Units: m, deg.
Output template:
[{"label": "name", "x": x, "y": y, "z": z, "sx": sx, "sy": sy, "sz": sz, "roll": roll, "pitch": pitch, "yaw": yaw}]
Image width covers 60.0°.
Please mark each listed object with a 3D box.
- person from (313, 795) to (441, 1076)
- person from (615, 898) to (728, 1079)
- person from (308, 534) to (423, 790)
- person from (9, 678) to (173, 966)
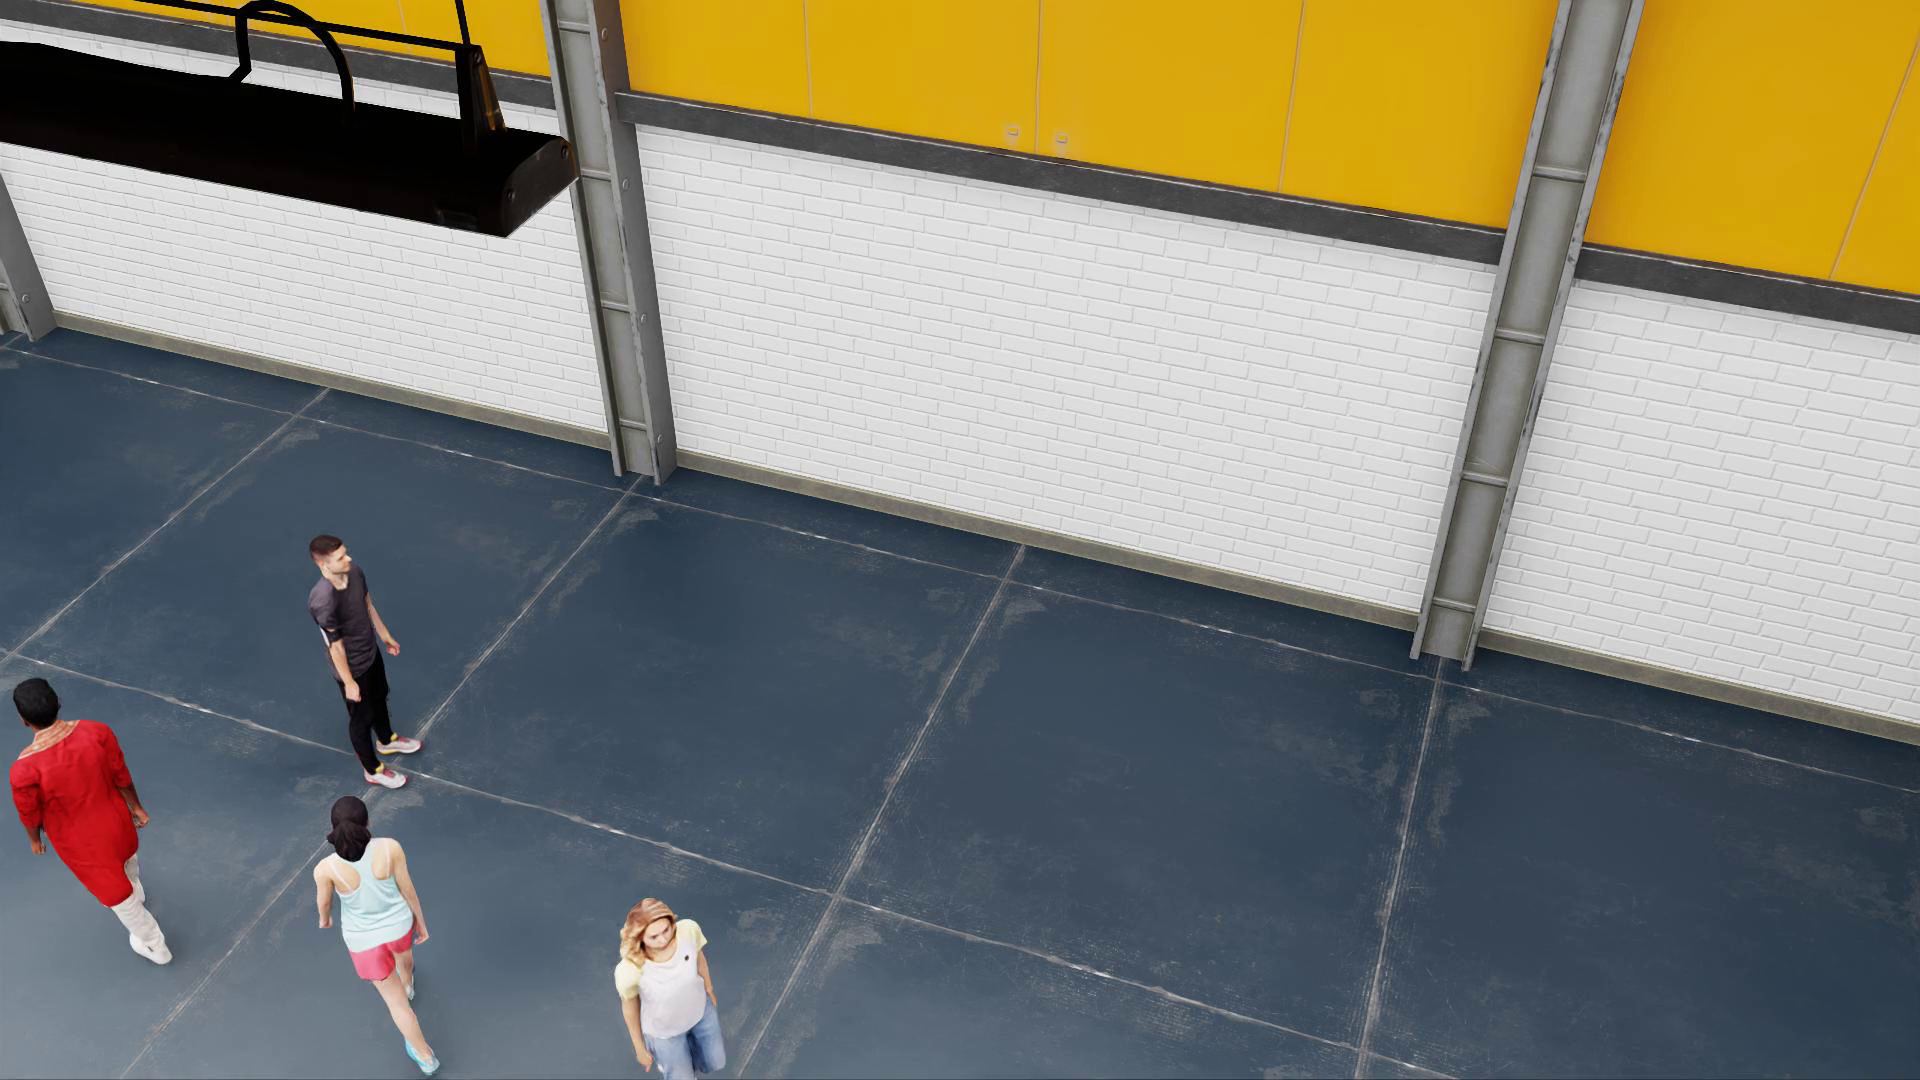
[{"label": "person", "x": -2.812, "y": 1.996, "z": 8.181, "sx": 0.954, "sy": 1.735, "sz": 1.092, "roll": -25, "pitch": 45, "yaw": -28}, {"label": "person", "x": -1.401, "y": 2.234, "z": 7.899, "sx": 0.787, "sy": 1.716, "sz": 0.854, "roll": -32, "pitch": 48, "yaw": -33}, {"label": "person", "x": -3.570, "y": 0.686, "z": 9.801, "sx": 0.651, "sy": 1.762, "sz": 0.704, "roll": 5, "pitch": 39, "yaw": 6}, {"label": "person", "x": -4.466, "y": 1.523, "z": 8.681, "sx": 1.081, "sy": 1.850, "sz": 0.841, "roll": 22, "pitch": 43, "yaw": 25}]
